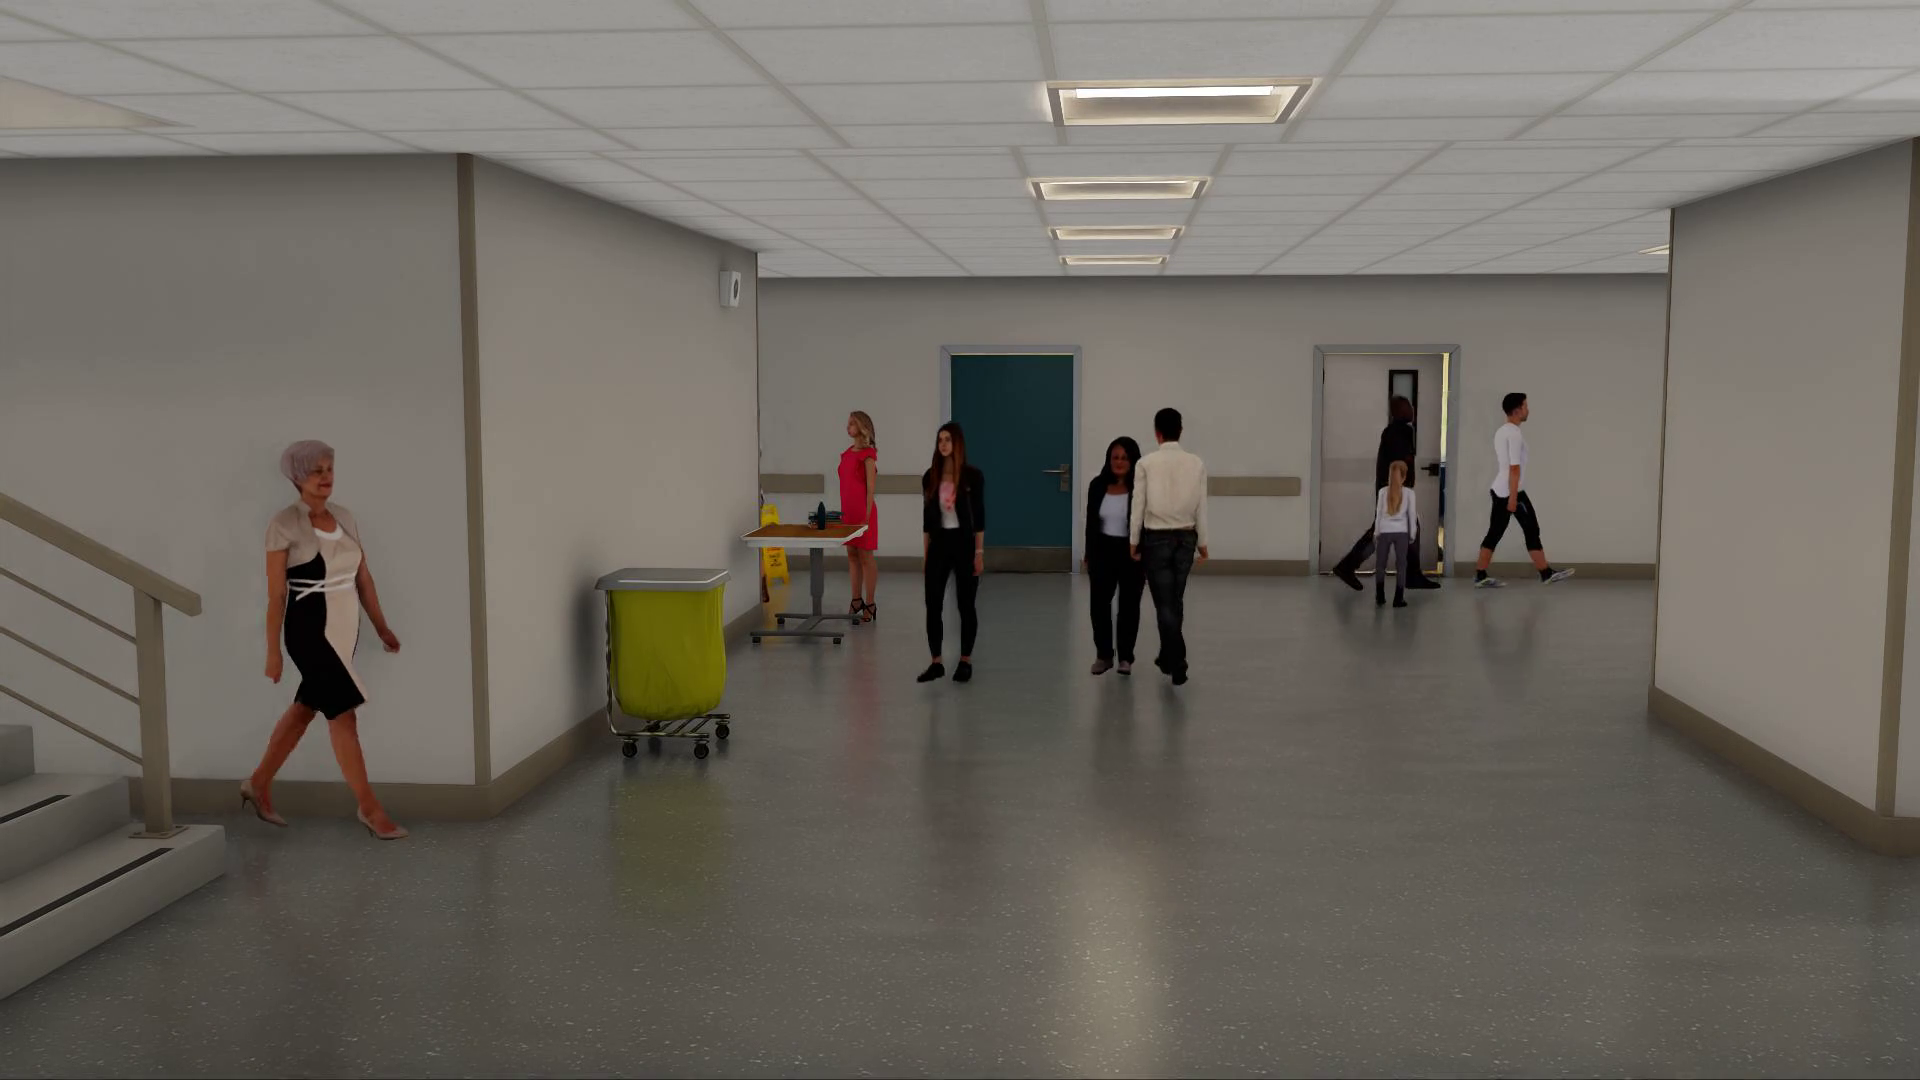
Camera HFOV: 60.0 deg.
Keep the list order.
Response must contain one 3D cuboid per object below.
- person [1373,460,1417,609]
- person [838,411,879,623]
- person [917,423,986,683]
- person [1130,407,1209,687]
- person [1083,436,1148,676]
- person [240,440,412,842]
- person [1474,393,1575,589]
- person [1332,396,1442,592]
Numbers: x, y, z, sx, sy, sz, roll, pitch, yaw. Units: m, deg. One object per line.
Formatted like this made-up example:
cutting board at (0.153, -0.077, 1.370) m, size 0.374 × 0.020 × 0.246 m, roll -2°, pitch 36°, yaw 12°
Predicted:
person at (3.745, -0.054, 14.416) m, size 0.515 × 1.276 × 0.622 m, roll 2°, pitch 6°, yaw 21°
person at (-0.820, -0.206, 13.664) m, size 0.713 × 1.729 × 0.663 m, roll -4°, pitch 7°, yaw -36°
person at (0.002, 0.086, 10.942) m, size 0.773 × 1.693 × 0.768 m, roll 2°, pitch 6°, yaw 16°
person at (1.371, 0.070, 10.712) m, size 1.165 × 1.771 × 0.878 m, roll -1°, pitch 6°, yaw -5°
person at (1.090, 0.113, 11.143) m, size 0.620 × 1.599 × 0.764 m, roll 1°, pitch 6°, yaw 12°
person at (-2.828, 0.462, 7.146) m, size 1.139 × 1.704 × 0.755 m, roll 1°, pitch 6°, yaw 15°
person at (4.992, -0.421, 15.382) m, size 1.164 × 1.813 × 0.789 m, roll 0°, pitch 6°, yaw -2°
person at (3.900, -0.416, 15.387) m, size 1.249 × 1.802 × 0.814 m, roll 2°, pitch 6°, yaw 15°
